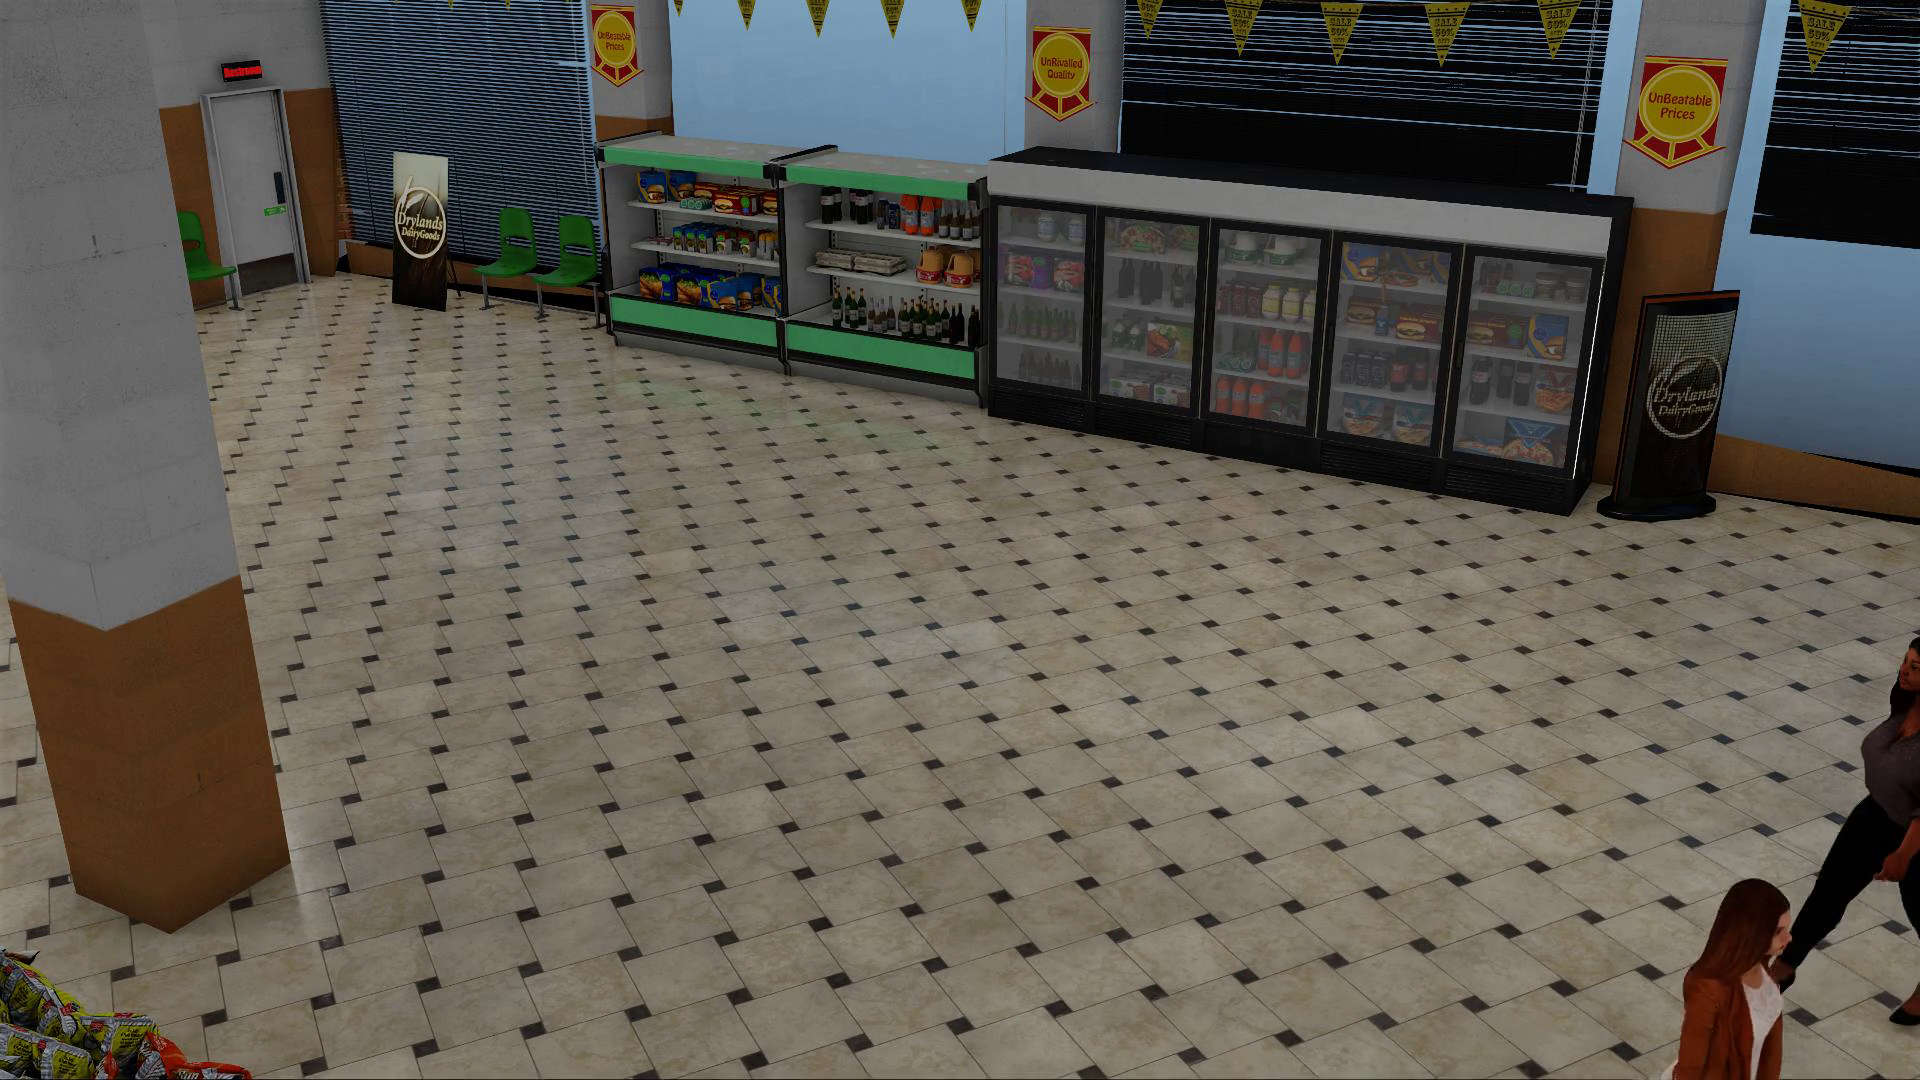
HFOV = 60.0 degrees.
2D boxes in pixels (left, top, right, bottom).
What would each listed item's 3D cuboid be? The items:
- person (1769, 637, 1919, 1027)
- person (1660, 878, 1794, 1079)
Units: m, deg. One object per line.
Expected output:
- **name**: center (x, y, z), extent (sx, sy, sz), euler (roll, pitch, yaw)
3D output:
- **person**: center (3.980, 1.237, 6.815), extent (1.175, 1.802, 1.042), euler (-3, 22, -7)
- **person**: center (2.398, 1.817, 5.503), extent (0.940, 1.704, 0.743), euler (19, 29, 39)
